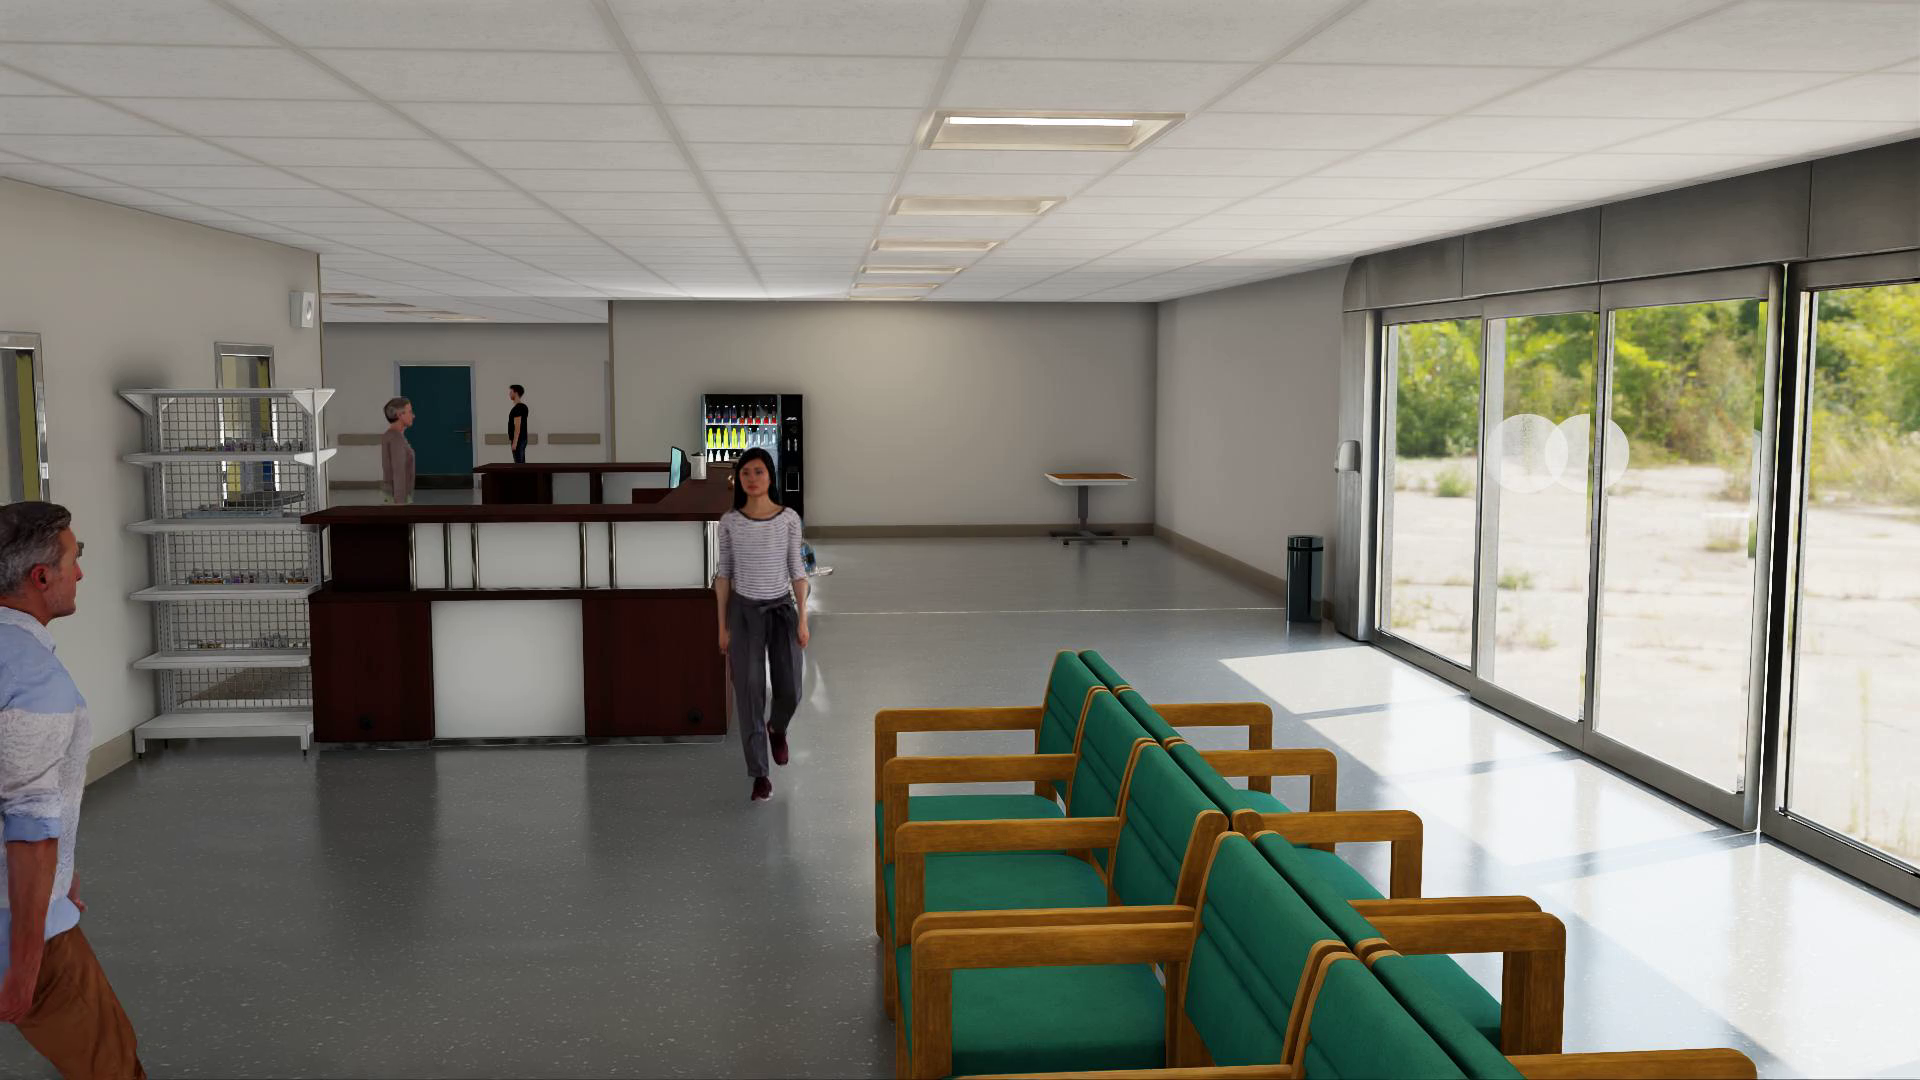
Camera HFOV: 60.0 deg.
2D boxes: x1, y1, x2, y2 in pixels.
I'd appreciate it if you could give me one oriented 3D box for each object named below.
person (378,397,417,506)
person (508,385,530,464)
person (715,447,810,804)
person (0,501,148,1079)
[{"bbox_3d":[-5.119,-0.330,14.882,1.079,1.860,0.877,-3,6,-25],"label":"person"},{"bbox_3d":[-7.350,-1.641,27.730,0.562,1.897,0.661,-1,6,-6],"label":"person"},{"bbox_3d":[-0.965,0.407,8.248,0.817,1.721,0.657,0,6,-5],"label":"person"},{"bbox_3d":[-2.158,0.846,3.566,1.125,1.785,1.111,3,6,27],"label":"person"}]
